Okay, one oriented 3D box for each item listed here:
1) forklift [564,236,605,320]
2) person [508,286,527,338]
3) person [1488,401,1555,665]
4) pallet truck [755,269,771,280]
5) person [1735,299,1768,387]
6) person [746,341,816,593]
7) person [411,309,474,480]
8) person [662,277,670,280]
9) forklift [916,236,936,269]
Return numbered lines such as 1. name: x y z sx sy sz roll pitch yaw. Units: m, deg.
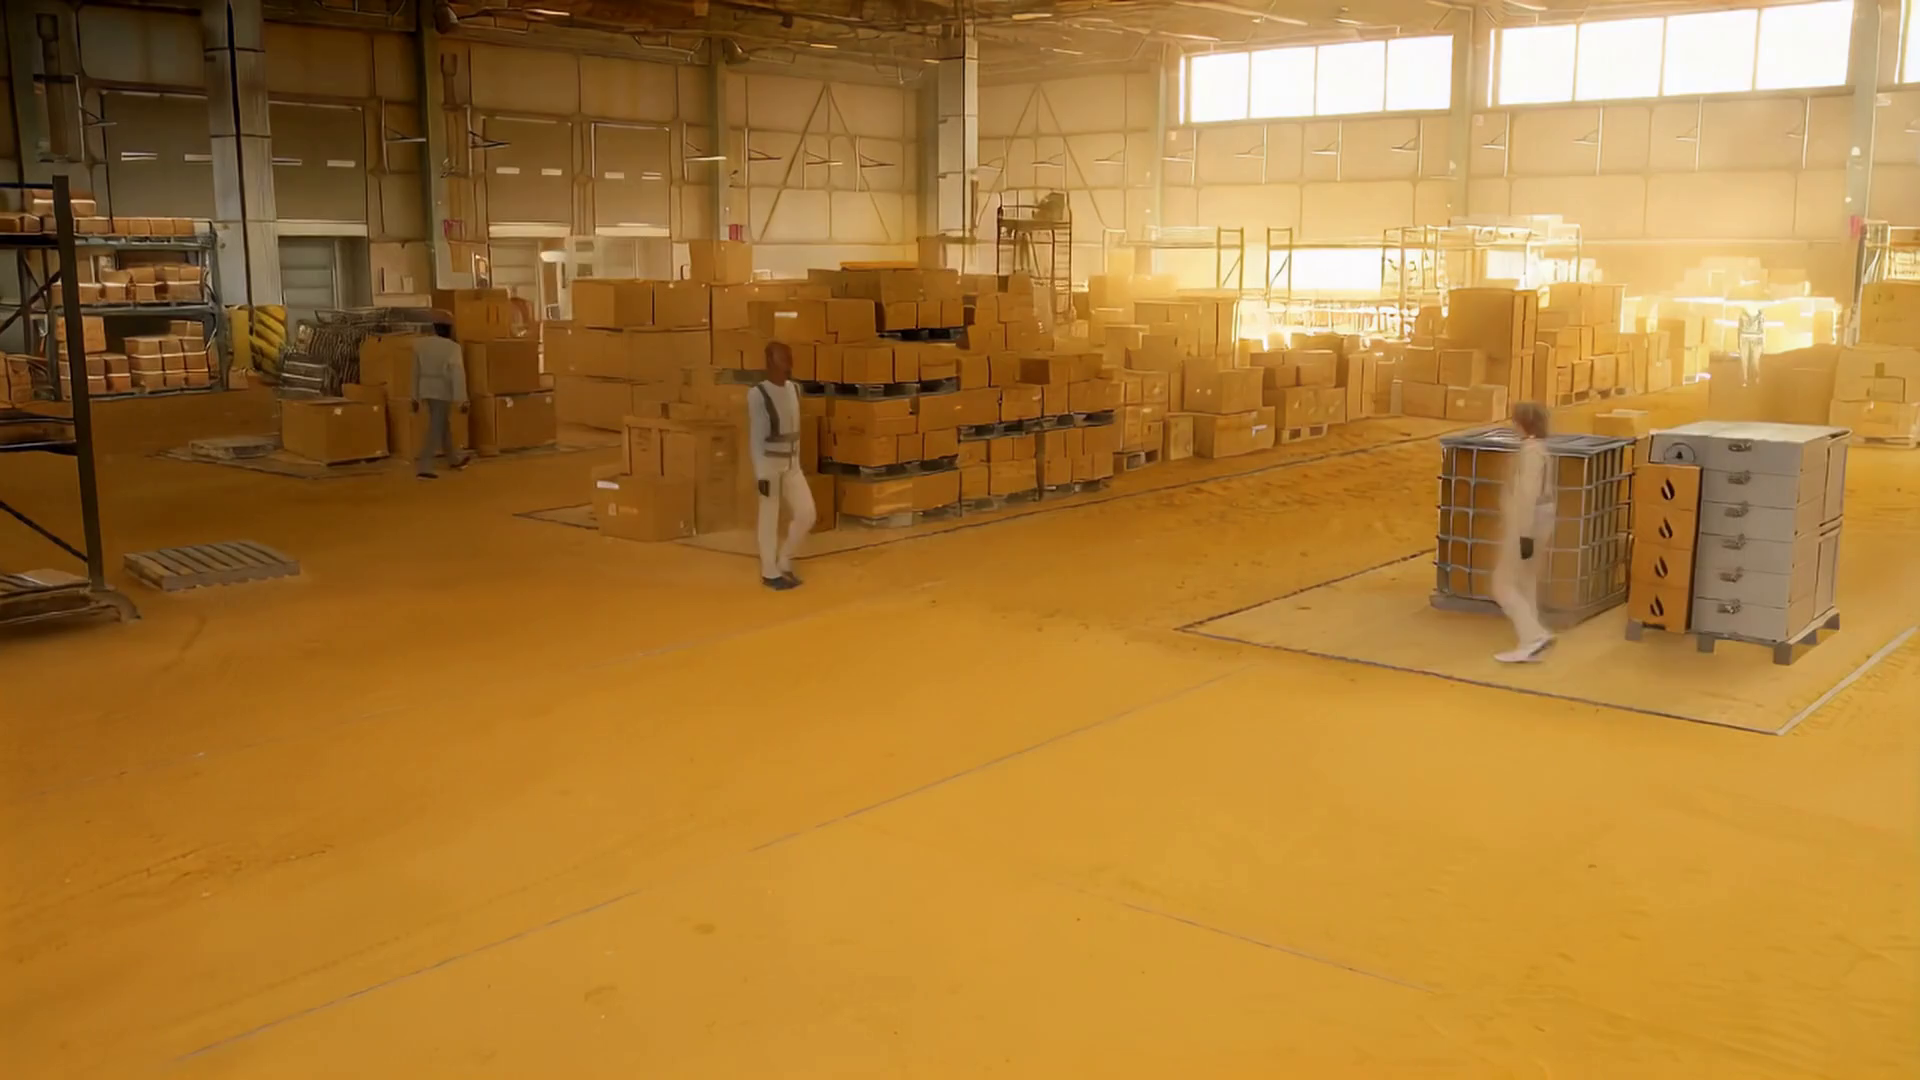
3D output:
1. forklift: -8.642 -5.648 38.550 1.873 2.768 1.129 8 13 40
2. person: -10.353 -5.140 39.109 0.617 1.664 0.573 -9 13 -42
3. person: 3.423 -0.033 10.128 0.369 1.624 0.547 4 11 22
4. pallet truck: -4.996 -6.432 45.525 1.885 1.965 0.823 -6 12 -32
5. person: 14.560 -3.624 30.609 0.523 1.626 0.405 6 12 32
6. person: -1.307 -0.525 12.250 0.453 1.868 0.614 6 12 31
7. person: -5.758 -1.628 18.530 0.589 1.862 1.008 5 11 25
8. person: -6.332 -4.702 35.895 0.636 1.927 0.386 -5 11 -28
9. forklift: -0.744 -5.764 39.211 1.873 2.768 1.129 2 10 12
